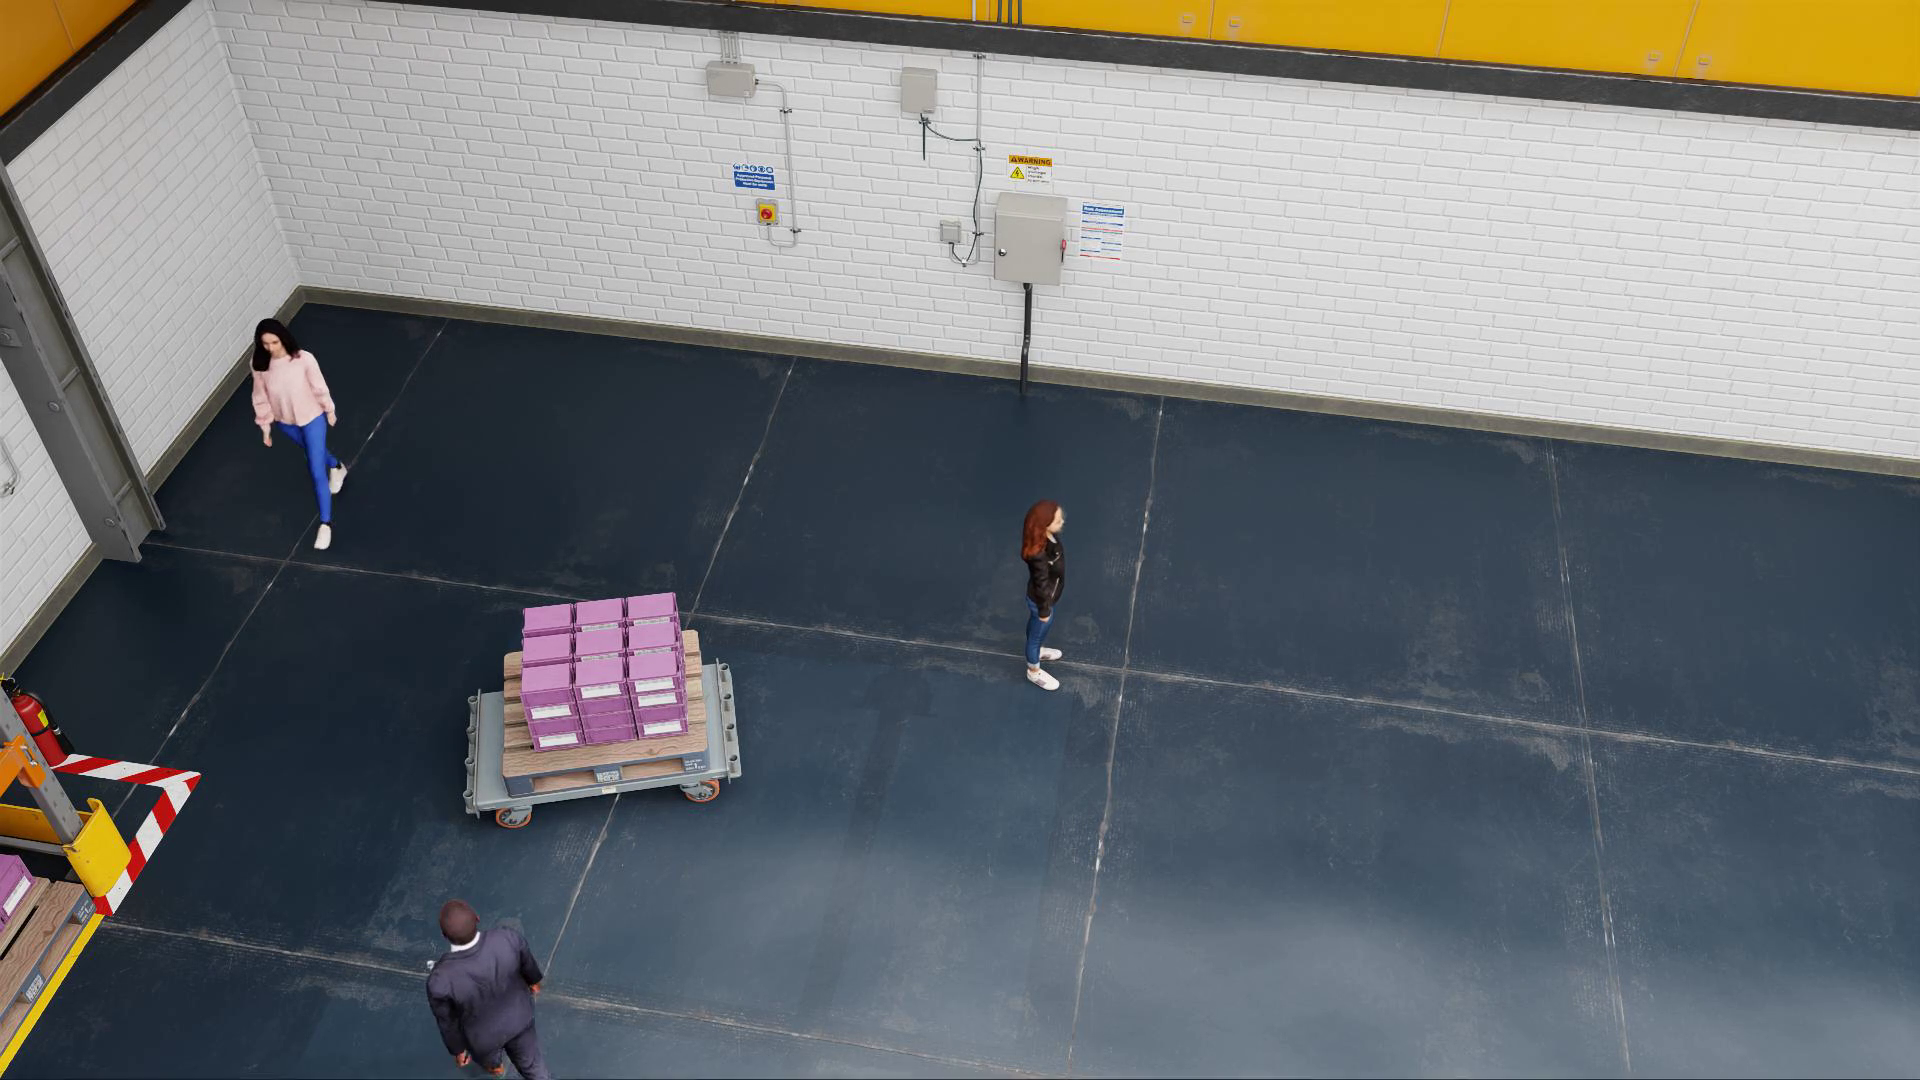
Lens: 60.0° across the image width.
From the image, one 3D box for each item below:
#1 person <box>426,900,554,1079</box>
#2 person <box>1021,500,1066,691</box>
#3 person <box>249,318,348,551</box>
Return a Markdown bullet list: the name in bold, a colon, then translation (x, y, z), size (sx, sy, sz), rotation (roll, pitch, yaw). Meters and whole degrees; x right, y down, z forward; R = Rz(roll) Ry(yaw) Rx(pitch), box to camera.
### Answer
- **person**: translation (-2.251, 2.414, 8.189), size (1.226, 1.790, 1.279), rotation (-26, 50, -25)
- **person**: translation (0.522, 0.319, 10.609), size (0.630, 1.485, 0.468), rotation (4, 44, 4)
- **person**: translation (-4.613, -0.879, 11.699), size (0.753, 1.717, 1.196), rotation (1, 44, 1)
